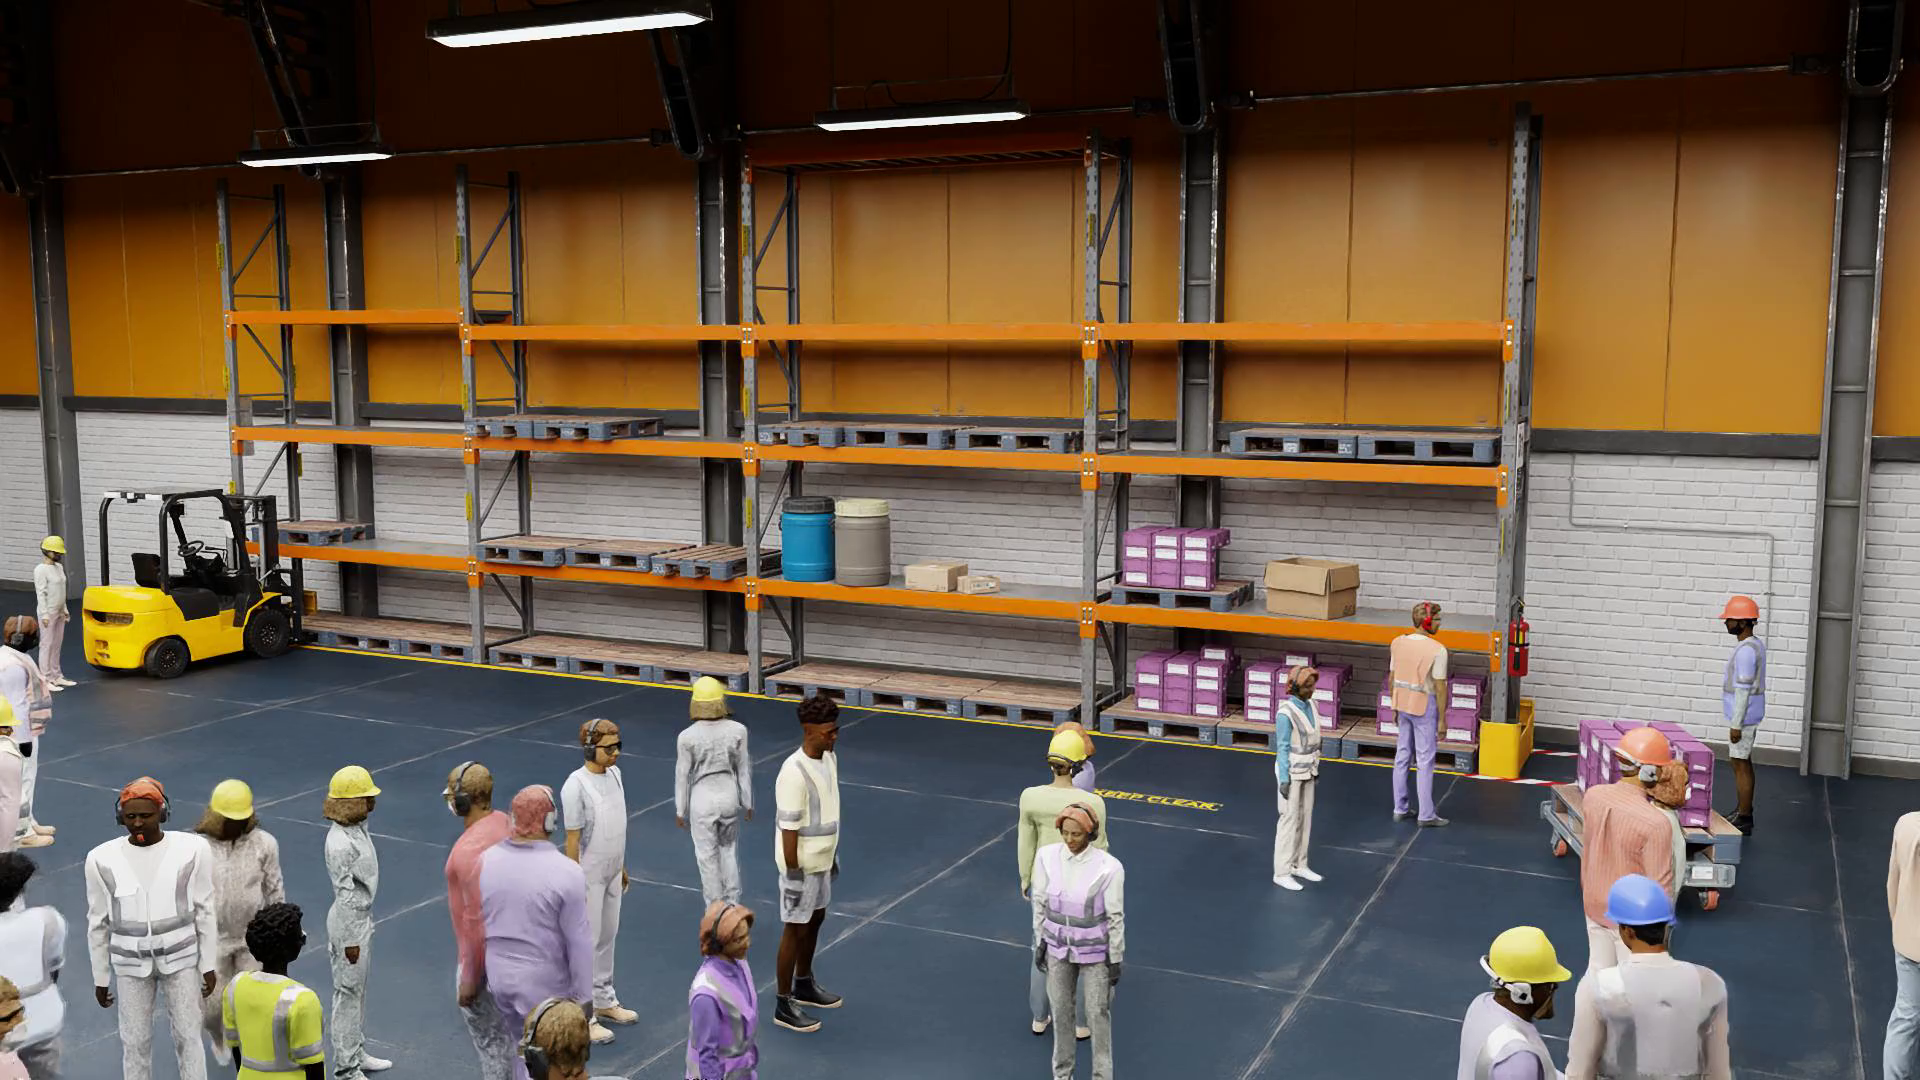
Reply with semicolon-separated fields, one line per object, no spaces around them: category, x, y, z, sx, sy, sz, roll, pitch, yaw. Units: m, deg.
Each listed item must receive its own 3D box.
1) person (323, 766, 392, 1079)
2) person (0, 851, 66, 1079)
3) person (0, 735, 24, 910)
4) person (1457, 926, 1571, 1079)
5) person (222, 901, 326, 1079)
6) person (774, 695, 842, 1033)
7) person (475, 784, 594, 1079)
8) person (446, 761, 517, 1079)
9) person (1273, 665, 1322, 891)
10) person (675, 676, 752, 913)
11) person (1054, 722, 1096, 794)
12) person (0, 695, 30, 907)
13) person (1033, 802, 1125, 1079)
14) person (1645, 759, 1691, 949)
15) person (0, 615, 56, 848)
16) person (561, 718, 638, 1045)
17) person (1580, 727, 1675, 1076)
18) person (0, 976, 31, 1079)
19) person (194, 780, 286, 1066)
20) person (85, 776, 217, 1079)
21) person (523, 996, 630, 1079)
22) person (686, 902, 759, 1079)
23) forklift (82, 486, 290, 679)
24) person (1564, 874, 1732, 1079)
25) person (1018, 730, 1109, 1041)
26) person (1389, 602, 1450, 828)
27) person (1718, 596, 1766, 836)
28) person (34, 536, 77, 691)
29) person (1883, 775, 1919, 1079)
person;-3.198;2.051;8.830;0.295;1.743;0.492;-2;7;-13
person;-4.291;2.239;7.524;0.480;1.668;0.552;5;8;35
person;-5.987;1.836;10.204;0.624;1.844;0.429;6;9;39
person;2.049;2.326;6.189;0.404;1.834;0.591;1;7;5
person;-2.776;2.317;6.825;0.532;1.697;0.319;4;8;28
person;-0.867;1.851;9.654;0.398;1.952;0.619;2;7;17
person;-2.070;2.109;7.854;0.687;1.872;0.748;3;8;23
person;-2.333;2.035;8.167;0.366;1.936;0.630;0;7;-2
person;2.448;1.713;12.096;0.314;1.631;0.531;5;9;38
person;-1.663;1.771;11.175;0.518;1.722;0.414;-3;8;-26
person;0.710;1.929;10.289;0.285;1.631;0.502;2;7;16
person;-5.923;1.849;10.200;0.403;1.819;0.601;-4;8;-31
person;0.615;2.139;8.592;0.507;1.630;0.324;4;8;30
person;3.968;2.037;9.393;0.285;1.633;0.500;3;7;20
person;-7.359;1.497;13.060;0.429;1.833;0.634;-4;8;-30
person;-2.061;1.920;9.500;0.330;1.843;0.520;2;7;19
person;3.494;1.949;8.701;0.403;1.982;0.628;-2;7;-19
person;-3.308;2.367;5.560;0.932;1.910;0.640;-1;7;-11
person;-3.842;2.071;8.789;0.525;1.711;0.547;-4;8;-29
person;-3.930;2.074;8.120;0.568;1.878;0.351;-2;7;-19
person;-1.236;2.393;5.273;0.380;1.928;0.636;4;8;30
person;-1.001;2.323;7.063;0.326;1.622;0.532;1;7;9
forklift;-9.426;0.454;20.179;1.214;2.155;2.313;3;8;26
person;2.695;2.265;6.515;0.628;1.888;1.003;0;7;-3
person;0.595;1.958;9.502;0.533;1.767;0.327;3;7;21
person;3.735;1.424;13.602;0.392;1.842;0.564;-4;8;-33
person;6.274;1.408;13.404;0.383;1.931;0.544;4;8;30
person;-10.275;0.828;18.877;0.327;1.760;0.524;0;7;-3
person;4.814;2.006;8.170;0.393;1.995;0.612;-1;7;-5
